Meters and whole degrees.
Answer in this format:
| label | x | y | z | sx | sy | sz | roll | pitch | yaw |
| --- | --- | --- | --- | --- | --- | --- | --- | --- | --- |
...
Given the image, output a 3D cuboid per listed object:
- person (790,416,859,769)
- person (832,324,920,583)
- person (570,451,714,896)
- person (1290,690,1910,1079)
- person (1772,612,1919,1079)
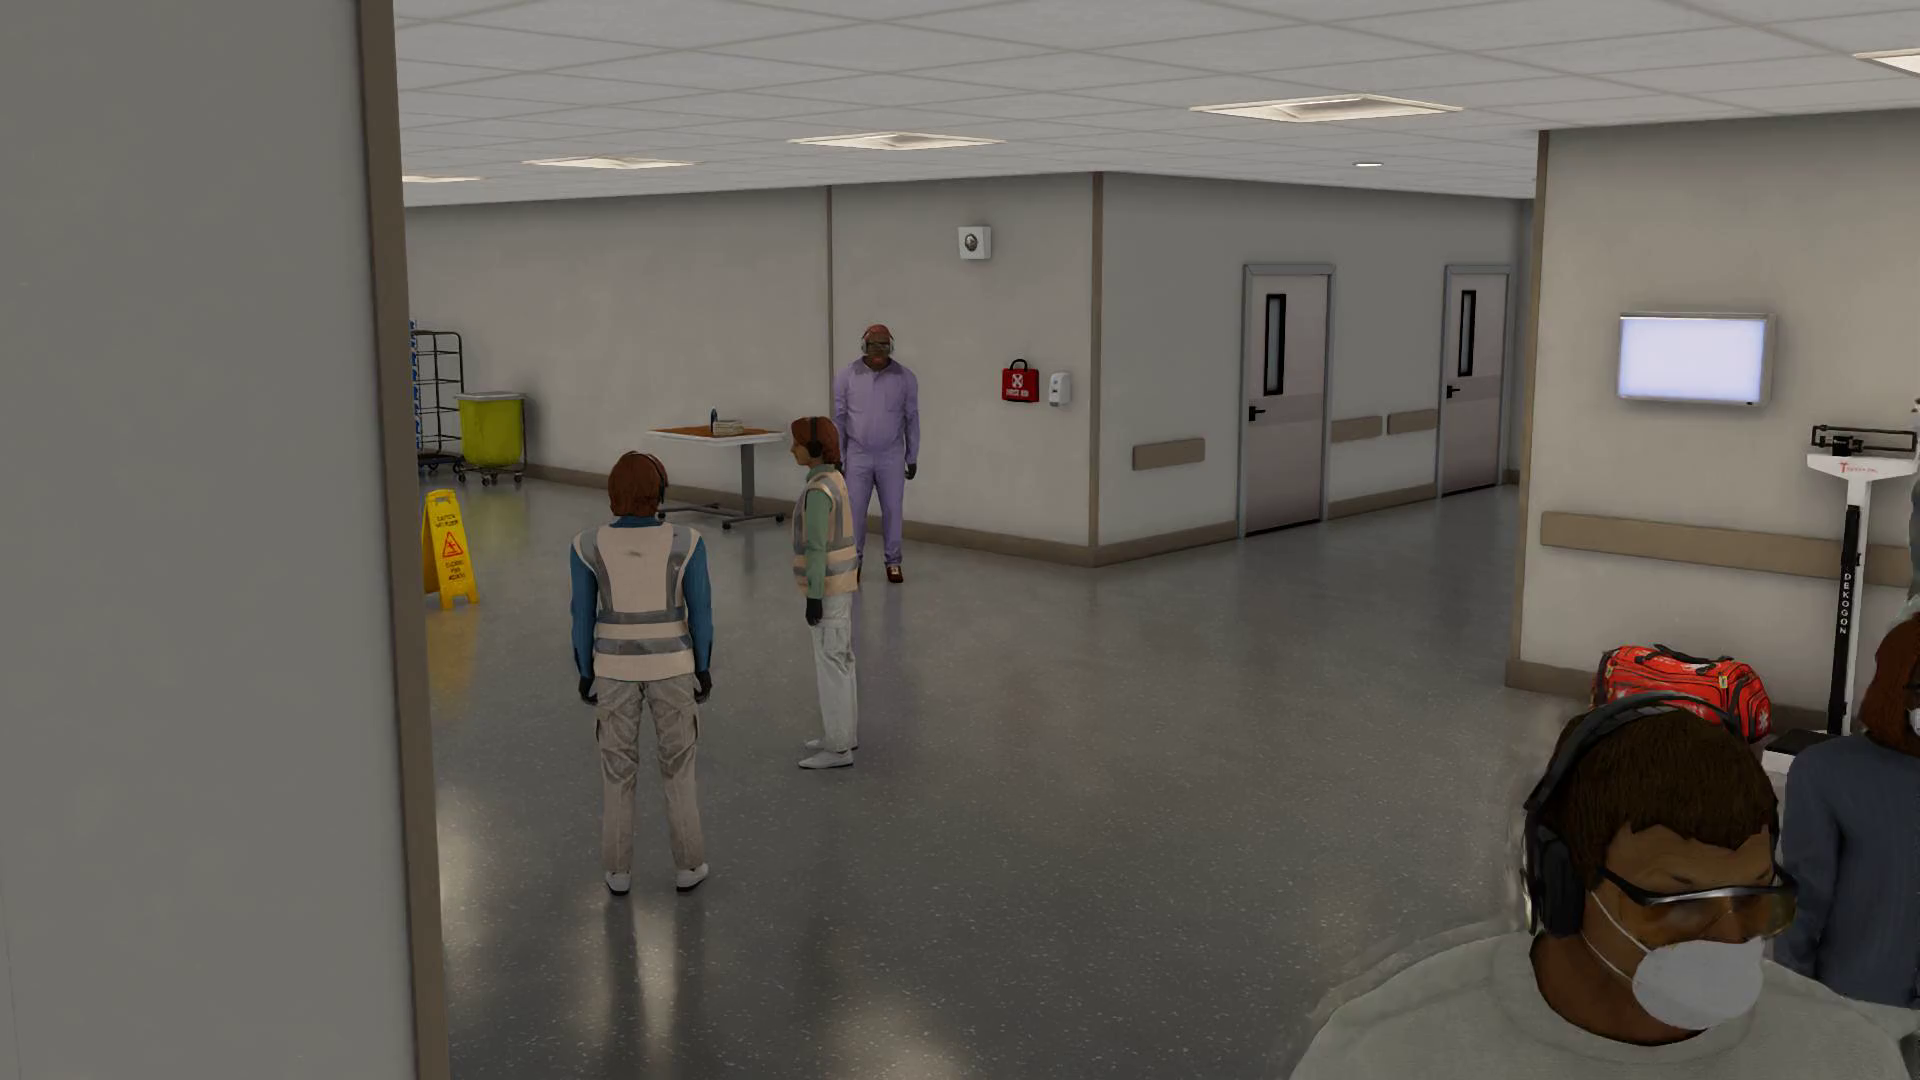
| label | x | y | z | sx | sy | sz | roll | pitch | yaw |
| --- | --- | --- | --- | --- | --- | --- | --- | --- | --- |
| person | -0.628 | 0.238 | 7.720 | 0.318 | 1.630 | 0.514 | 0 | 9 | 2 |
| person | -0.613 | -0.625 | 12.195 | 0.646 | 1.901 | 0.400 | -1 | 9 | -5 |
| person | -1.157 | 0.496 | 6.099 | 0.511 | 1.641 | 0.309 | -1 | 9 | -6 |
| person | 0.617 | 1.083 | 1.657 | 0.629 | 1.928 | 0.433 | 0 | 9 | 1 |
| person | 1.926 | 0.954 | 3.396 | 0.517 | 1.637 | 0.444 | 2 | 9 | 13 |
